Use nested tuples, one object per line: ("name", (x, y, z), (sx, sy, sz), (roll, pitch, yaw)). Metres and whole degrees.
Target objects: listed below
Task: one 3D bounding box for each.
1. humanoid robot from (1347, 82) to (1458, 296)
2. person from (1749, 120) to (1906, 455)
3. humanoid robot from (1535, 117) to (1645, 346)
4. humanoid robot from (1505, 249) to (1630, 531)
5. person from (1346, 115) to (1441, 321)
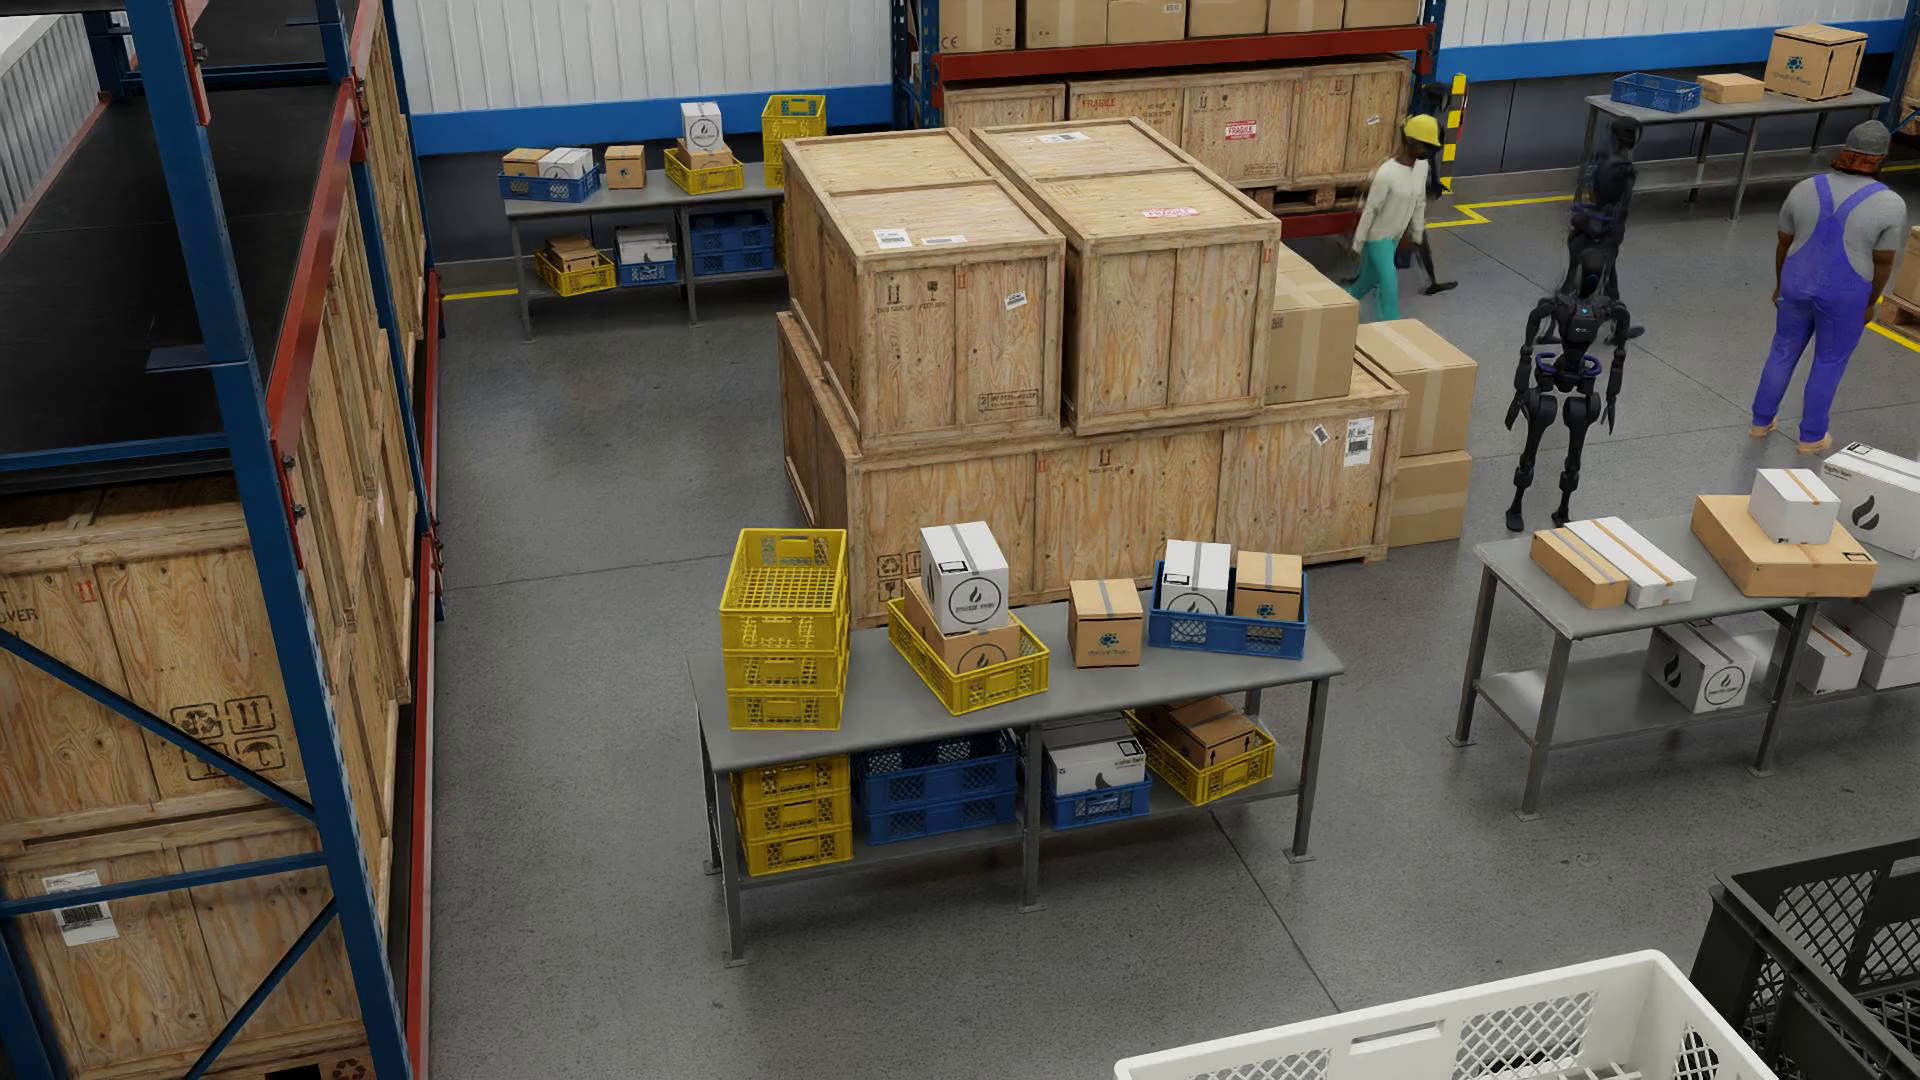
("humanoid robot", (3.392, -2.618, 12.471), (0.821, 1.624, 0.598), (2, 29, 4))
("person", (5.269, -1.540, 10.077), (0.535, 2.000, 0.683), (-23, 36, -36))
("humanoid robot", (4.481, -2.131, 11.564), (0.748, 1.627, 0.573), (-7, 30, -13))
("humanoid robot", (3.307, -0.800, 9.104), (0.579, 1.651, 0.307), (5, 29, 8))
("person", (2.920, -2.058, 11.345), (0.929, 1.706, 0.553), (26, 38, 38))
